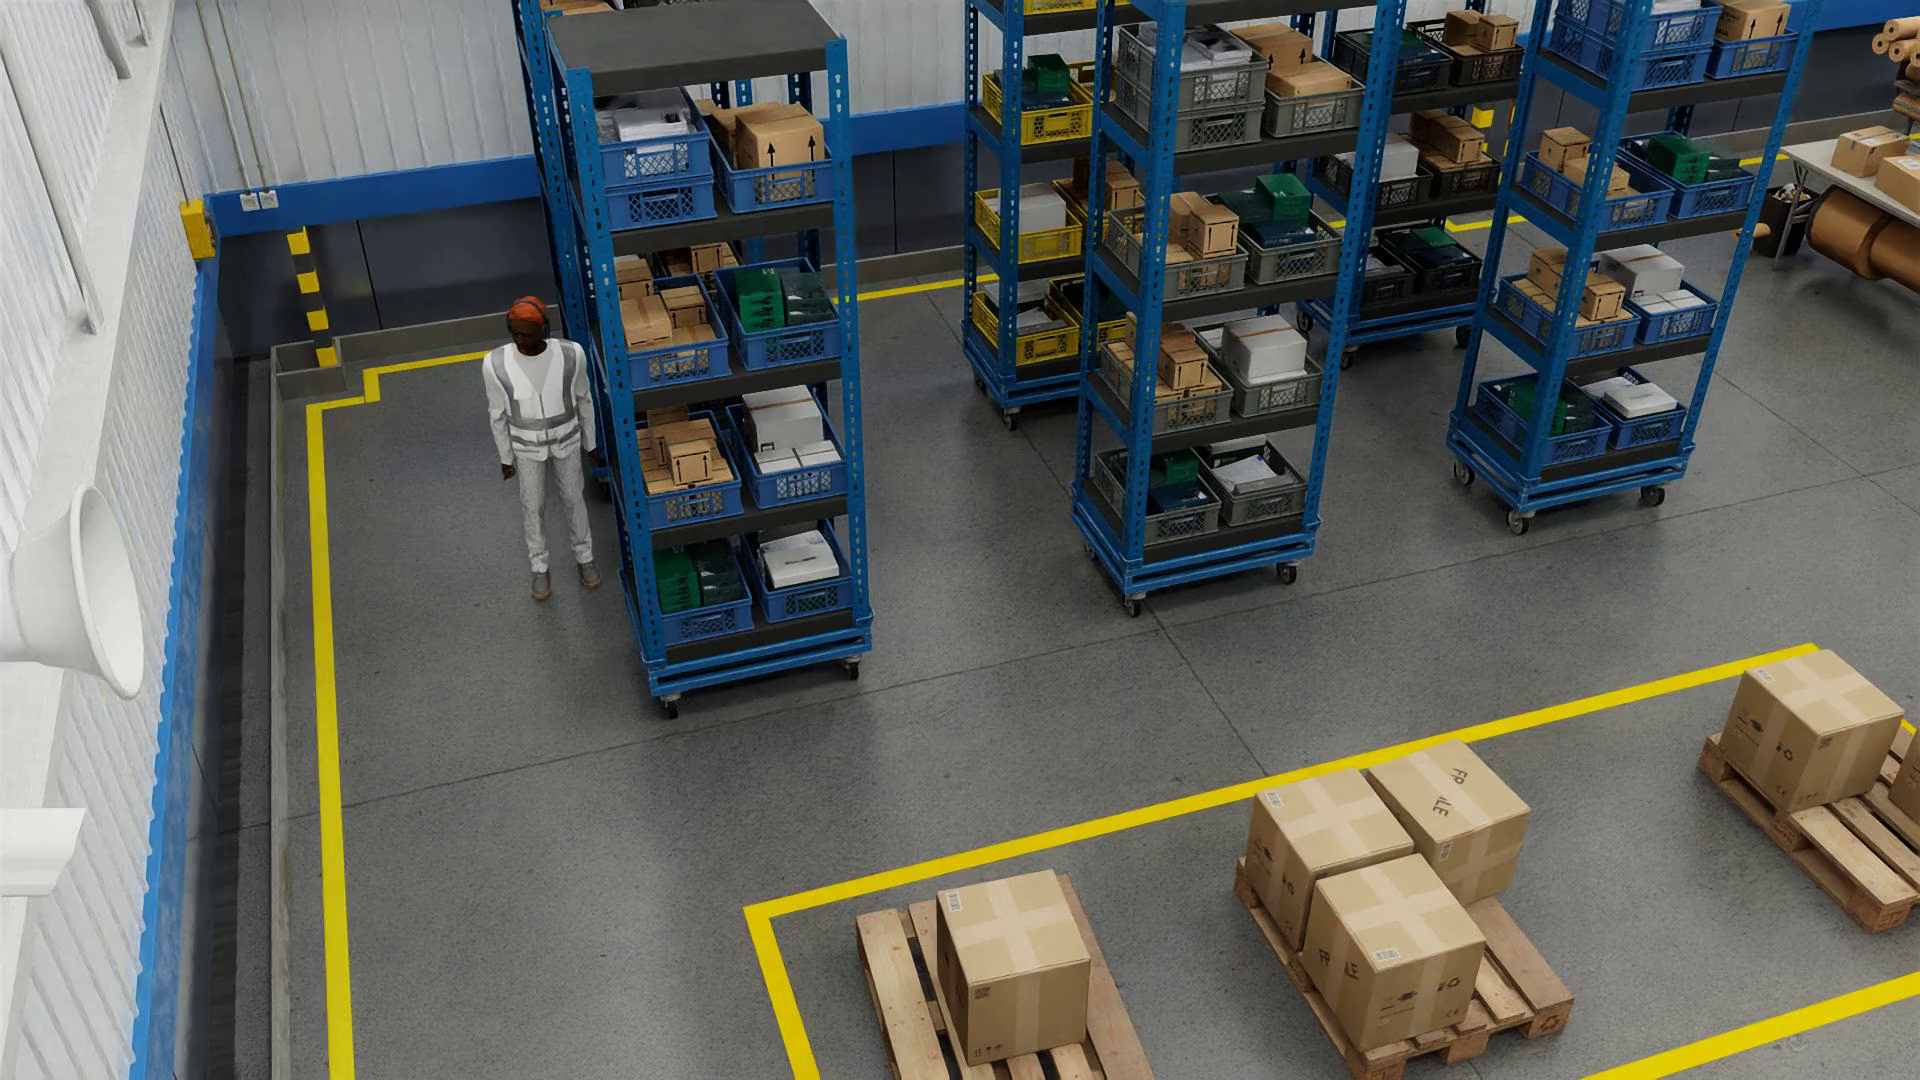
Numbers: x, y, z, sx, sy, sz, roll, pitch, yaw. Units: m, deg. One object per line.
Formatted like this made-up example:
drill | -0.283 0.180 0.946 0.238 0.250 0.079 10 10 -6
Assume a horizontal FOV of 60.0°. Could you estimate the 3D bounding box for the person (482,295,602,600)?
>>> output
person | -2.327 -0.524 9.399 0.573 1.882 0.361 -11 37 -15
